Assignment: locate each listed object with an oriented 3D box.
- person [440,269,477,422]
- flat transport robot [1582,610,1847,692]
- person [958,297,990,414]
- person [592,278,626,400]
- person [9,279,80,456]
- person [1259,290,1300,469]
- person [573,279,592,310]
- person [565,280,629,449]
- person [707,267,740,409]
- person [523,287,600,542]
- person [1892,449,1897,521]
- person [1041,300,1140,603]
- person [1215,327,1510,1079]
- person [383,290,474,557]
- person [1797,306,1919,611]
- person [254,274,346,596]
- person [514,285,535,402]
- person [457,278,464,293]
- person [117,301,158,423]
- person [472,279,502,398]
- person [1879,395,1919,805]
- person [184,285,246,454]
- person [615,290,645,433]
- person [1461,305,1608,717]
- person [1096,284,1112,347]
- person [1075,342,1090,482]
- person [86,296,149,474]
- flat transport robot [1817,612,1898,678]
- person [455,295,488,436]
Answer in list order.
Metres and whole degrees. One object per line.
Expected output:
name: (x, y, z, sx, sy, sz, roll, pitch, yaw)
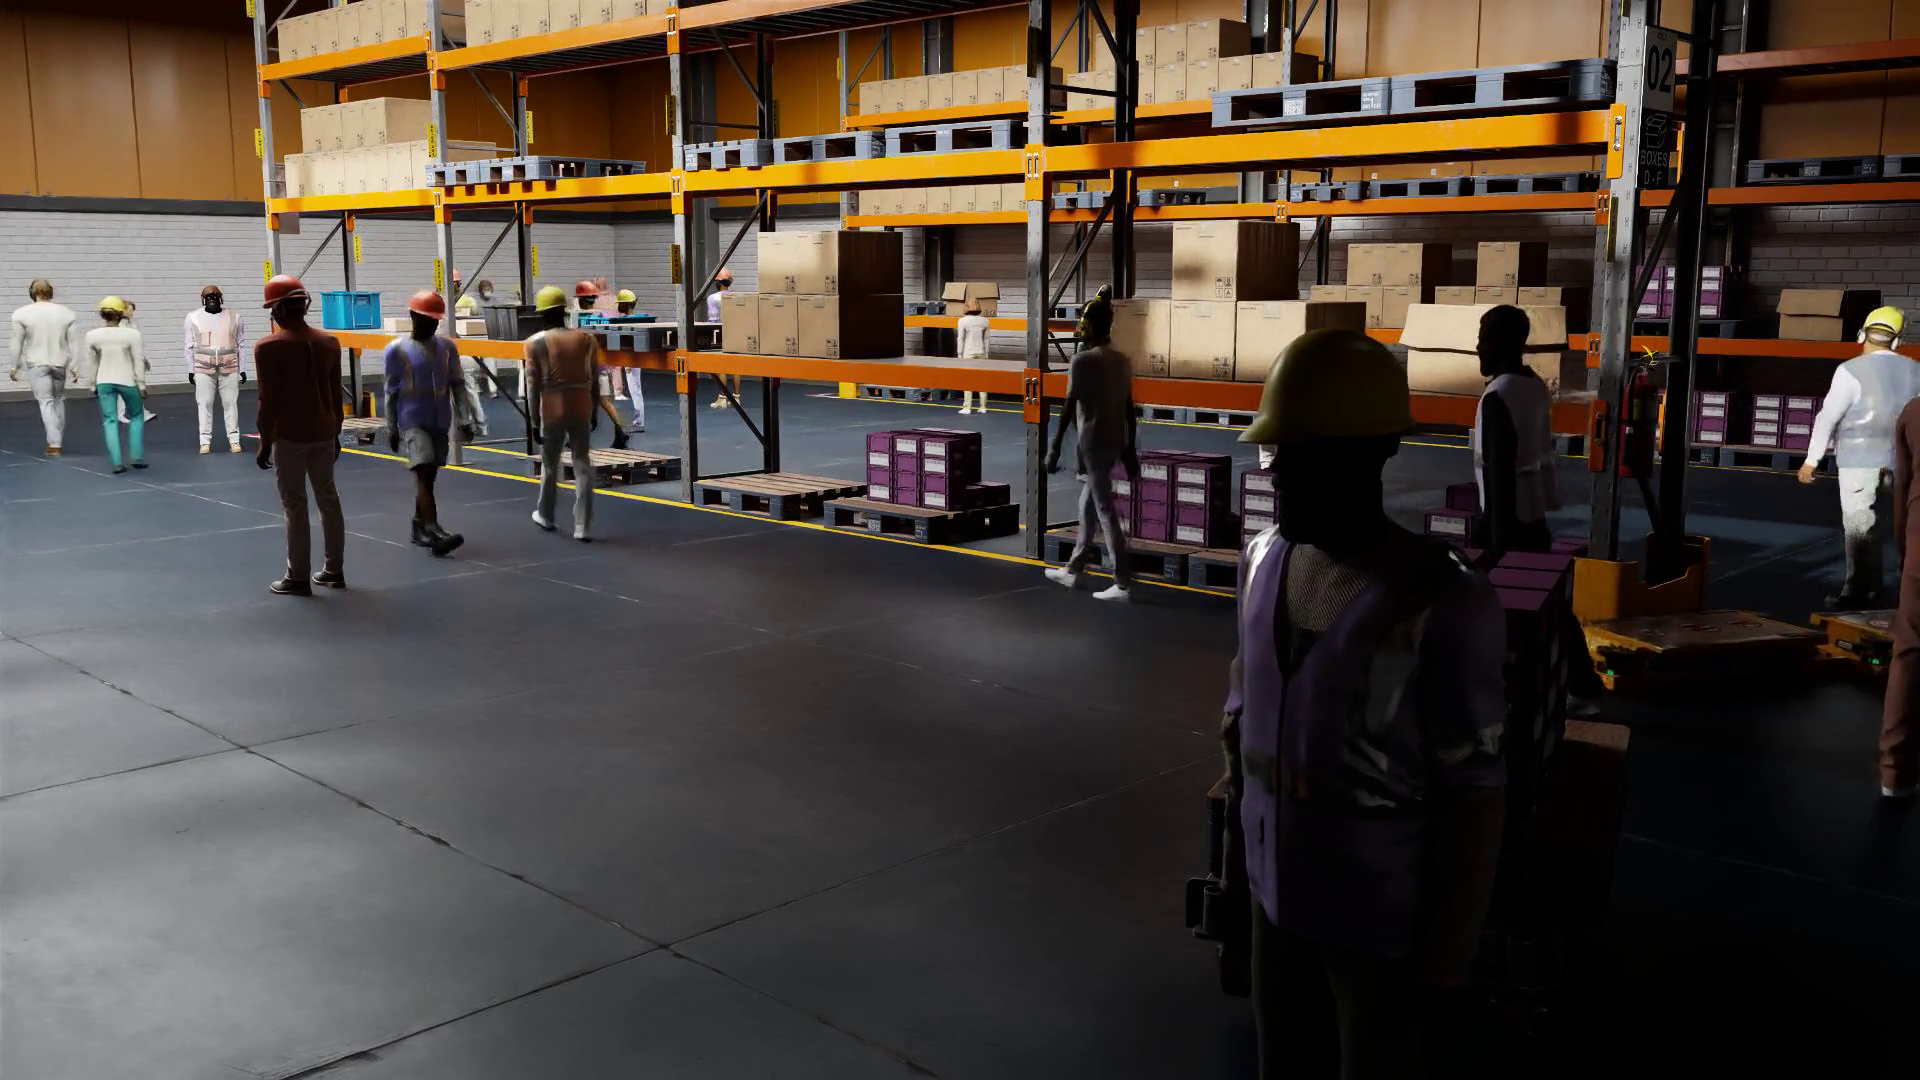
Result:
person: (-6.674, -2.564, 21.924, 0.615, 2.043, 0.373, -2, 9, -13)
flat transport robot: (3.634, 0.538, 8.325, 1.431, 0.197, 0.652, -3, 10, -19)
person: (0.195, -2.575, 23.271, 0.493, 1.626, 0.286, -5, 10, -26)
person: (-5.426, -3.071, 25.549, 0.752, 1.893, 0.395, -5, 11, -30)
person: (-9.991, -1.876, 18.130, 0.840, 1.909, 0.647, 8, 12, 41)
person: (3.135, -1.526, 15.976, 0.652, 1.906, 0.408, -5, 10, -26)
person: (-5.794, -3.141, 26.014, 0.537, 1.868, 0.634, -8, 12, -42)
person: (-4.058, -1.933, 18.513, 0.934, 1.902, 0.556, 7, 12, 38)
person: (-3.418, -2.925, 24.127, 0.369, 2.048, 0.607, 9, 13, 43)
person: (-3.011, -0.953, 12.541, 0.605, 1.876, 0.978, -5, 10, -28)
person: (5.068, -0.162, 8.526, 0.523, 1.608, 0.455, 7, 11, 36)
person: (0.767, -0.547, 10.244, 0.905, 1.827, 0.495, 8, 12, 42)
person: (0.636, 0.606, 2.842, 0.386, 1.926, 0.591, -5, 11, -30)
person: (-3.767, -0.831, 11.842, 0.990, 1.867, 0.536, 9, 13, 43)
person: (5.323, -0.465, 9.784, 0.621, 1.800, 0.455, -3, 10, -19)
person: (-4.111, -0.649, 10.356, 0.388, 1.987, 0.608, 5, 11, 29)
person: (-6.548, -3.018, 25.424, 0.629, 1.805, 0.601, -7, 12, -38)
person: (-8.159, -3.285, 26.864, 1.013, 1.877, 0.555, 7, 12, 38)
person: (-10.811, -2.306, 21.707, 0.856, 1.593, 0.548, 2, 10, 14)
person: (-7.560, -3.193, 26.321, 0.634, 1.886, 0.986, -7, 11, -35)
person: (3.883, 0.071, 6.352, 1.004, 1.846, 0.671, -7, 11, -35)
person: (-8.156, -1.864, 18.253, 0.622, 1.844, 0.429, -5, 10, -26)
person: (-4.083, -2.201, 20.546, 0.328, 1.767, 0.531, -1, 9, -8)
person: (2.504, -0.129, 7.555, 1.017, 1.870, 0.615, 7, 12, 38)
person: (1.486, -1.682, 17.062, 0.514, 1.867, 0.328, -6, 11, -33)
person: (1.266, -1.362, 15.808, 0.285, 1.633, 0.498, 5, 10, 27)
person: (-8.369, -1.550, 16.579, 0.547, 1.747, 0.591, -2, 9, -10)
flat transport robot: (5.073, 0.506, 8.518, 1.431, 0.197, 0.652, -2, 10, -13)
person: (-6.071, -2.126, 20.304, 0.902, 1.697, 0.508, 6, 11, 32)
